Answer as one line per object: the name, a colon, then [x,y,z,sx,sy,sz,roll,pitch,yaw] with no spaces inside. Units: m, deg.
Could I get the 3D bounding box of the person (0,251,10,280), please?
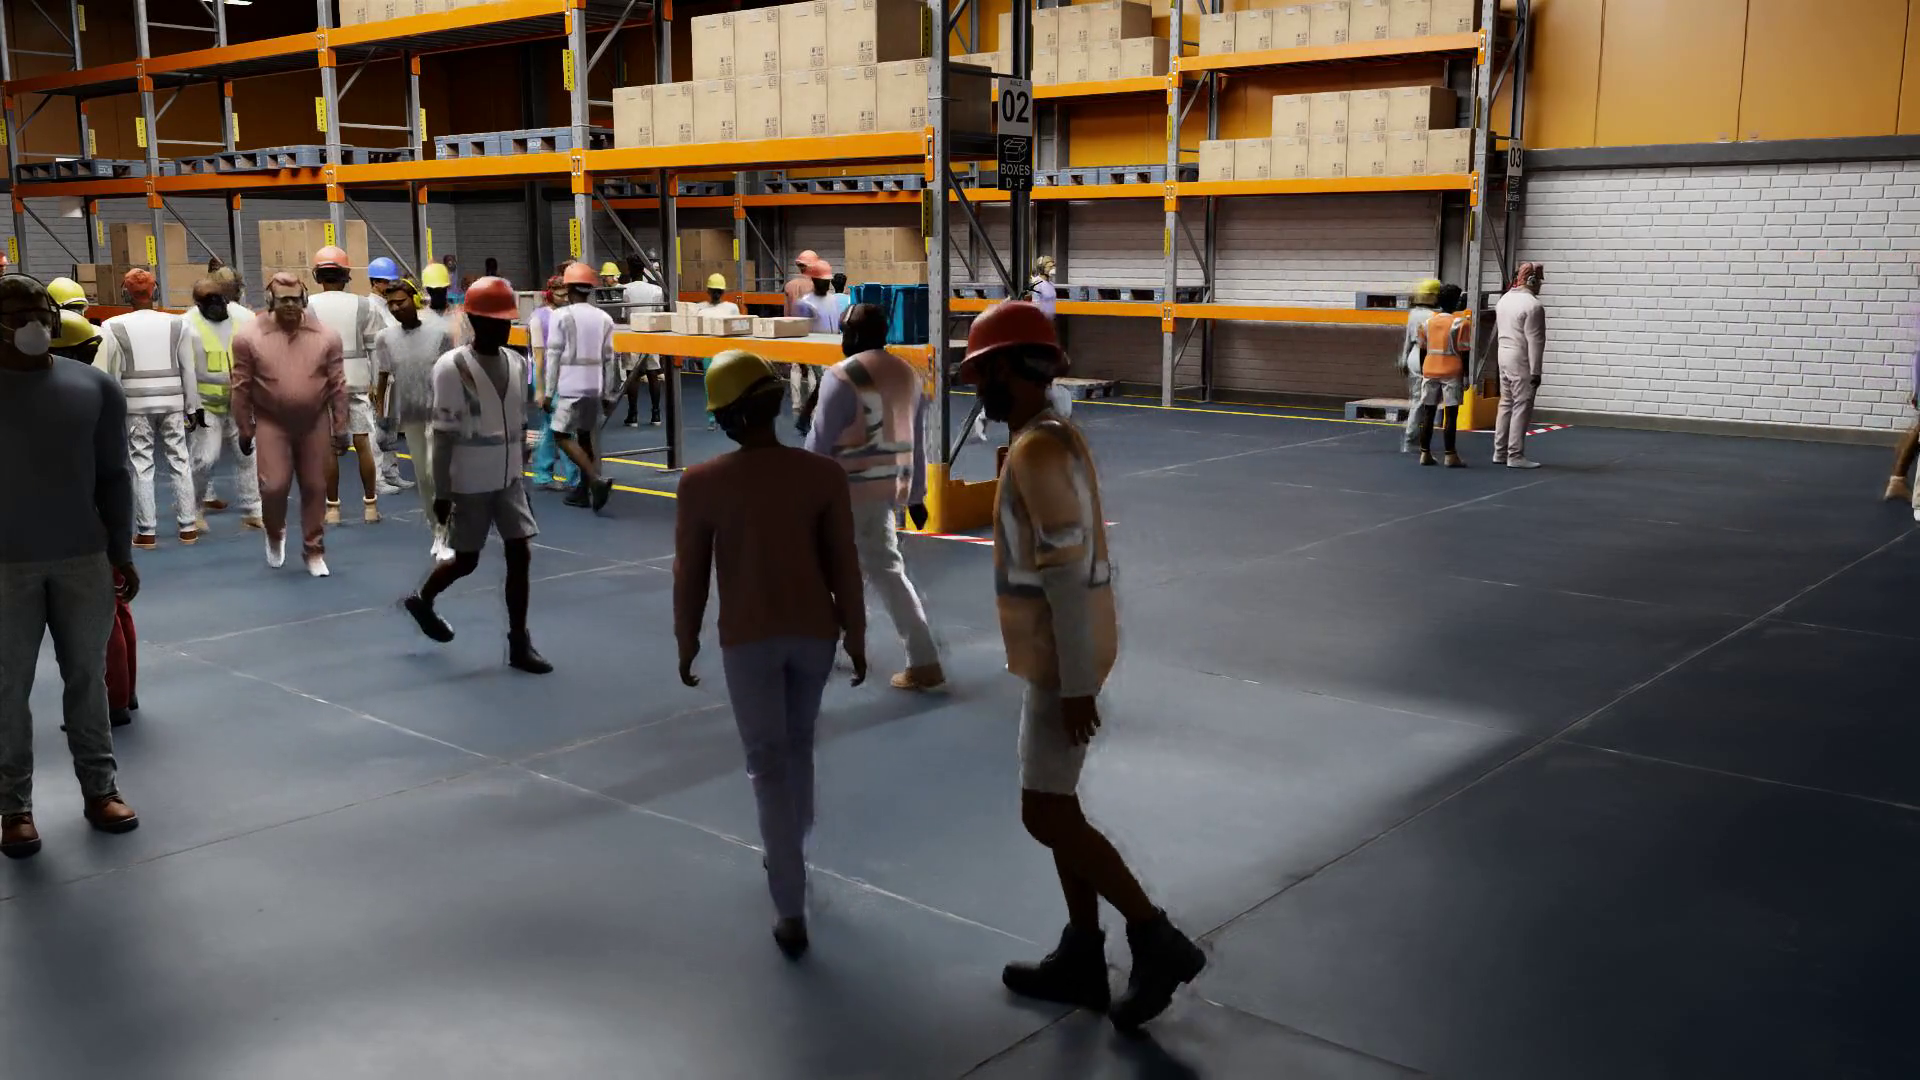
person: [-12.067,-2.642,20.954,0.390,1.992,0.624,3,10,15]

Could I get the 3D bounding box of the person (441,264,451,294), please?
person: [-7.402,-2.976,23.393,0.637,1.815,0.591,3,10,17]

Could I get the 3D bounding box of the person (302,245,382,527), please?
person: [-4.524,-1.115,12.125,0.611,2.040,0.392,-5,11,-26]

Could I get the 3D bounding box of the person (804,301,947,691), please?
person: [-0.434,-0.207,7.728,1.007,1.782,0.636,6,12,30]

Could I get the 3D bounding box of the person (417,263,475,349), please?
person: [-4.147,-1.266,13.363,0.593,1.906,0.720,-4,11,-23]

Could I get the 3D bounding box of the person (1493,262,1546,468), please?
person: [5.191,-1.607,15.357,0.403,1.897,0.654,-2,10,-11]

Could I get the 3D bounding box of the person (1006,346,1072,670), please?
person: [0.389,-0.180,7.963,0.284,1.633,0.498,4,11,21]

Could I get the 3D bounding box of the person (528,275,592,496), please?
person: [-3.242,-1.246,13.557,0.784,1.796,0.648,4,11,20]

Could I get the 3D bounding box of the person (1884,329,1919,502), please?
person: [7.751,-1.224,12.940,0.920,1.969,0.603,7,12,36]

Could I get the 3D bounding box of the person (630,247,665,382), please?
person: [-4.628,-3.414,25.218,0.536,2.000,0.676,6,12,33]

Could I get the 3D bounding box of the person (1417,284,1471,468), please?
person: [4.485,-1.518,15.398,0.317,1.696,0.540,-9,13,-41]

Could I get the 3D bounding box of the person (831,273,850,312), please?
person: [-1.586,-2.681,22.037,0.533,1.692,0.319,-1,10,-3]

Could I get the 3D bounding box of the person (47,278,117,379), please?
person: [-5.724,-0.774,10.778,0.404,1.831,0.600,3,10,16]

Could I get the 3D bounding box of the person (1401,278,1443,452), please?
person: [4.646,-1.719,16.459,0.541,1.719,0.497,-2,10,-13]

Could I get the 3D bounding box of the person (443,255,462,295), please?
person: [-8.852,-4.004,28.967,0.405,1.905,0.664,-9,13,-40]

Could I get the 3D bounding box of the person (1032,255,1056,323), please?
person: [1.031,-2.588,20.804,0.373,1.941,0.627,4,11,21]

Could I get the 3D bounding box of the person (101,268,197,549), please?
person: [-5.453,-0.880,11.232,0.572,1.887,0.356,-7,12,-36]

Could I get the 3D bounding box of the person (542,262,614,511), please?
person: [-2.891,-1.161,12.736,0.748,1.918,0.583,8,13,40]

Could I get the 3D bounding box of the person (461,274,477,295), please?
person: [-7.250,-3.127,24.735,0.283,1.636,0.500,5,11,26]

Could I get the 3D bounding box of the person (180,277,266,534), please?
person: [-5.231,-0.941,11.771,0.480,1.822,0.638,8,13,37]

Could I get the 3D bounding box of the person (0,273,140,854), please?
person: [-3.120,0.073,5.656,0.630,1.940,0.372,-9,14,-43]

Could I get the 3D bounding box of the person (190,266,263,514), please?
person: [-5.651,-1.174,12.917,0.626,1.883,1.020,2,10,10]

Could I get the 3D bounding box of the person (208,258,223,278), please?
person: [-10.933,-3.217,24.594,0.592,1.890,0.472,-3,10,-17]

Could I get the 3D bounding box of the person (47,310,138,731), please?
person: [-3.709,-0.083,7.039,0.315,1.769,0.525,-3,10,-16]

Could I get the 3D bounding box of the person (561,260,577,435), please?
person: [-4.065,-1.986,17.514,0.642,1.895,0.423,-8,13,-37]

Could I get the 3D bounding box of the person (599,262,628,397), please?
person: [-4.737,-2.862,22.679,0.600,1.827,0.404,7,12,34]

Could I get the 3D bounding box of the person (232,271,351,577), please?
person: [-4.092,-0.697,10.216,0.645,1.887,0.458,-6,12,-30]

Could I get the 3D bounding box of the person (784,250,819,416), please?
person: [-1.843,-2.495,20.123,0.617,1.990,0.393,7,12,34]

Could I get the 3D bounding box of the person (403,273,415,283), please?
person: [-8.539,-3.336,25.925,0.507,1.636,0.273,-2,10,-10]

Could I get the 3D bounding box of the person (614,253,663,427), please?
person: [-3.647,-2.270,18.920,0.616,1.963,0.361,-5,11,-26]

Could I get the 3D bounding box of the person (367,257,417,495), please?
person: [-4.747,-1.348,13.728,0.405,1.943,0.614,1,10,8]

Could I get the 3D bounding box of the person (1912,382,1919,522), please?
person: [7.336,-0.943,12.291,0.514,1.640,0.310,1,10,4]

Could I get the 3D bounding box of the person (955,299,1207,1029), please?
person: [0.298,0.319,4.404,0.686,1.887,0.607,1,10,6]

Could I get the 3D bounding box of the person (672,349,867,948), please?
person: [-0.569,0.301,4.965,0.544,1.720,0.812,-4,11,-23]

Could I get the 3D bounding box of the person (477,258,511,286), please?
person: [-7.266,-3.472,26.036,0.924,1.882,0.596,10,14,44]

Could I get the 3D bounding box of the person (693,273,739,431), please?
person: [-2.714,-2.103,18.591,0.528,1.750,0.496,0,10,-1]

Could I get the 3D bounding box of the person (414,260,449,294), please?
person: [-6.948,-2.755,21.826,0.566,1.908,0.484,-4,11,-21]

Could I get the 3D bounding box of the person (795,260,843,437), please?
person: [-1.482,-1.991,17.524,0.963,1.903,0.543,8,13,40]

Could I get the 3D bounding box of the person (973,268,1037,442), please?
person: [0.555,-1.893,17.139,0.797,1.844,0.526,3,10,16]

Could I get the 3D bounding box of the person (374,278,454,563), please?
person: [-3.490,-0.771,10.778,0.559,1.822,0.715,-1,10,-4]

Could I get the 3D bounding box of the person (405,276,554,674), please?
person: [-2.359,-0.315,7.996,0.847,1.900,0.579,6,12,33]
